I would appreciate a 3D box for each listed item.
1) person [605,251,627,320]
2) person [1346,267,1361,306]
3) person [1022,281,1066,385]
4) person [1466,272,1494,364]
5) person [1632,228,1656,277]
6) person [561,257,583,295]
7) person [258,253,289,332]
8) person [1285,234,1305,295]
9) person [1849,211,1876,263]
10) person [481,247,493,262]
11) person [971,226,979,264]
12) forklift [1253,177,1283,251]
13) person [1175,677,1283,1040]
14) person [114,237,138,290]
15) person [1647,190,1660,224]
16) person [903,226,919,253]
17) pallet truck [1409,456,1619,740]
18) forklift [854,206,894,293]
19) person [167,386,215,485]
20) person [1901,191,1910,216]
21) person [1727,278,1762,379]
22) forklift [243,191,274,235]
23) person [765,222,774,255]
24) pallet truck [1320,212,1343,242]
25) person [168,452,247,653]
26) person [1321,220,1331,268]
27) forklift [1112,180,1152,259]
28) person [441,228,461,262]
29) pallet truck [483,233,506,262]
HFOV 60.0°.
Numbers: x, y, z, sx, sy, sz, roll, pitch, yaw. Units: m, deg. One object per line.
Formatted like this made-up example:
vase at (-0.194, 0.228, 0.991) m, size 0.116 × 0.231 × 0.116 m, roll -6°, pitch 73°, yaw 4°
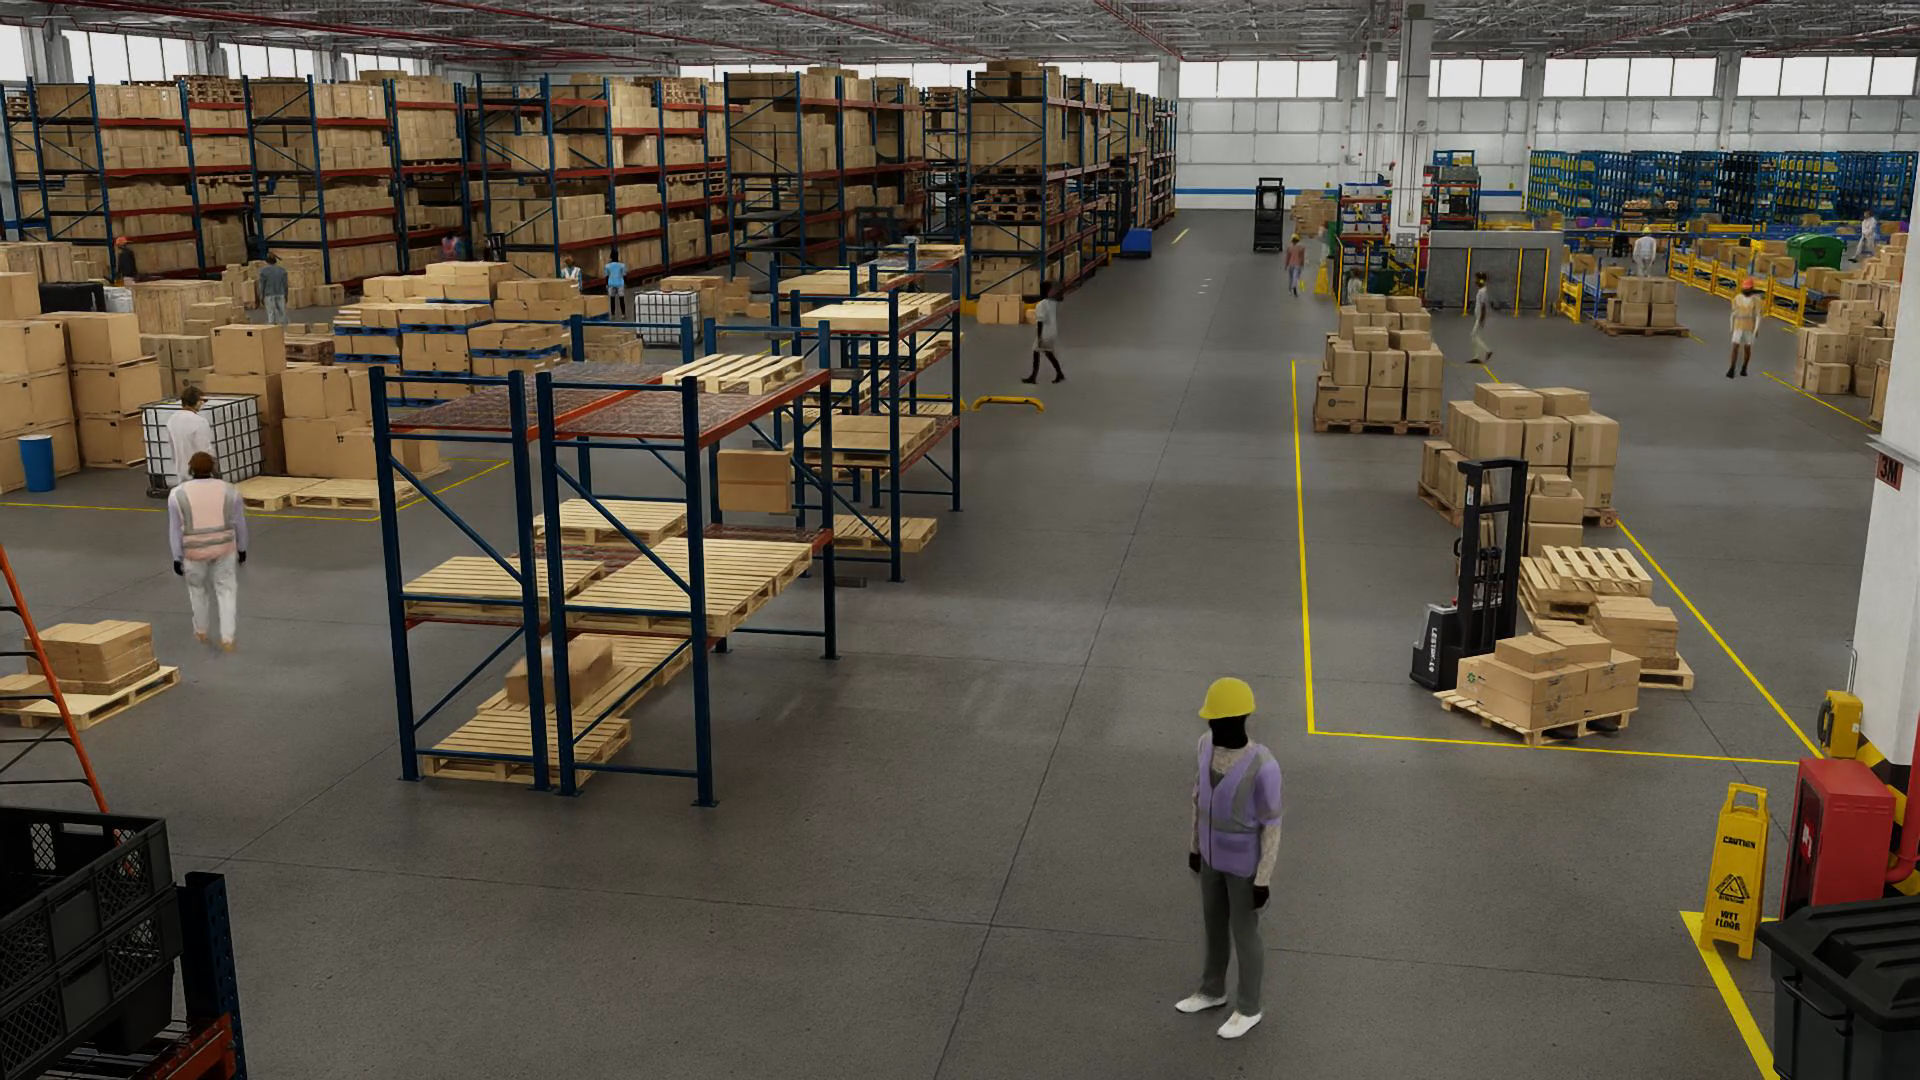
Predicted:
person at (-8.535, -6.318, 41.287) m, size 0.533 × 1.698 × 0.322 m, roll -1°, pitch 14°, yaw -5°
person at (8.820, -5.300, 37.302) m, size 0.381 × 1.621 × 0.536 m, roll -3°, pitch 14°, yaw -12°
person at (1.580, -3.805, 30.617) m, size 0.675 × 1.939 × 0.628 m, roll 10°, pitch 17°, yaw 36°
person at (10.450, -4.444, 33.364) m, size 0.439 × 1.858 × 0.528 m, roll 4°, pitch 15°, yaw 17°
person at (20.401, -8.414, 49.617) m, size 0.604 × 1.781 × 0.928 m, roll 3°, pitch 14°, yaw 14°
person at (-9.387, -6.031, 40.258) m, size 0.524 × 1.630 × 0.324 m, roll 1°, pitch 14°, yaw 2°
person at (-15.429, -5.485, 37.441) m, size 0.633 × 1.933 × 0.368 m, roll -12°, pitch 18°, yaw -40°
person at (9.493, -7.810, 47.235) m, size 0.561 × 1.747 × 0.497 m, roll 4°, pitch 14°, yaw 16°
person at (32.247, -10.766, 59.090) m, size 1.074 × 1.847 × 0.624 m, roll -3°, pitch 14°, yaw -12°
person at (-11.230, -6.024, 39.686) m, size 0.467 × 1.903 × 0.592 m, roll 0°, pitch 14°, yaw -1°
person at (0.494, -10.490, 57.518) m, size 0.375 × 2.044 × 0.605 m, roll -5°, pitch 15°, yaw -19°
forklift at (12.083, -12.747, 64.956) m, size 1.129 × 2.768 × 1.873 m, roll 3°, pitch 14°, yaw 10°
person at (1.378, 1.624, 8.572) m, size 0.382 × 1.924 × 0.594 m, roll -8°, pitch 16°, yaw -31°
person at (-21.355, -6.741, 42.464) m, size 0.841 × 1.955 × 0.646 m, roll 0°, pitch 14°, yaw 0°
person at (33.907, -16.216, 81.277) m, size 0.902 × 1.799 × 0.602 m, roll 3°, pitch 14°, yaw 12°
person at (-1.537, -9.022, 52.324) m, size 0.532 × 1.671 × 0.779 m, roll 1°, pitch 14°, yaw 4°
pallet truck at (4.504, 0.400, 13.395) m, size 0.823 × 1.965 × 1.885 m, roll -6°, pitch 15°, yaw -23°
forklift at (-2.069, -6.680, 40.325) m, size 1.129 × 2.768 × 1.873 m, roll 3°, pitch 14°, yaw 10°
person at (-8.288, -0.707, 18.030) m, size 0.629 × 1.932 × 0.377 m, roll 9°, pitch 16°, yaw 31°
person at (44.325, -15.412, 77.672) m, size 0.916 × 1.953 × 0.634 m, roll 10°, pitch 17°, yaw 35°
person at (14.862, -4.006, 31.520) m, size 0.564 × 1.885 × 0.988 m, roll 9°, pitch 17°, yaw 33°
forklift at (-21.105, -9.170, 50.433) m, size 1.129 × 2.768 × 1.873 m, roll -6°, pitch 15°, yaw -22°
person at (-7.141, -11.638, 63.044) m, size 0.501 × 1.628 × 0.276 m, roll -5°, pitch 15°, yaw -20°
pallet truck at (15.874, -13.227, 70.310) m, size 0.680 × 1.201 × 1.601 m, roll 10°, pitch 17°, yaw 35°
person at (-6.808, 0.084, 15.077) m, size 0.657 × 1.804 × 0.860 m, roll -8°, pitch 16°, yaw -30°
person at (12.494, -10.064, 56.645) m, size 0.388 × 1.619 × 0.537 m, roll 4°, pitch 14°, yaw 16°
forklift at (6.082, -11.722, 60.796) m, size 1.873 × 2.768 × 1.129 m, roll 2°, pitch 14°, yaw 9°
person at (-14.928, -8.224, 48.756) m, size 0.642 × 1.826 × 0.449 m, roll 4°, pitch 14°, yaw 17°
pallet truck at (-11.832, -7.026, 43.548) m, size 1.885 × 1.965 × 0.823 m, roll 8°, pitch 16°, yaw 28°
